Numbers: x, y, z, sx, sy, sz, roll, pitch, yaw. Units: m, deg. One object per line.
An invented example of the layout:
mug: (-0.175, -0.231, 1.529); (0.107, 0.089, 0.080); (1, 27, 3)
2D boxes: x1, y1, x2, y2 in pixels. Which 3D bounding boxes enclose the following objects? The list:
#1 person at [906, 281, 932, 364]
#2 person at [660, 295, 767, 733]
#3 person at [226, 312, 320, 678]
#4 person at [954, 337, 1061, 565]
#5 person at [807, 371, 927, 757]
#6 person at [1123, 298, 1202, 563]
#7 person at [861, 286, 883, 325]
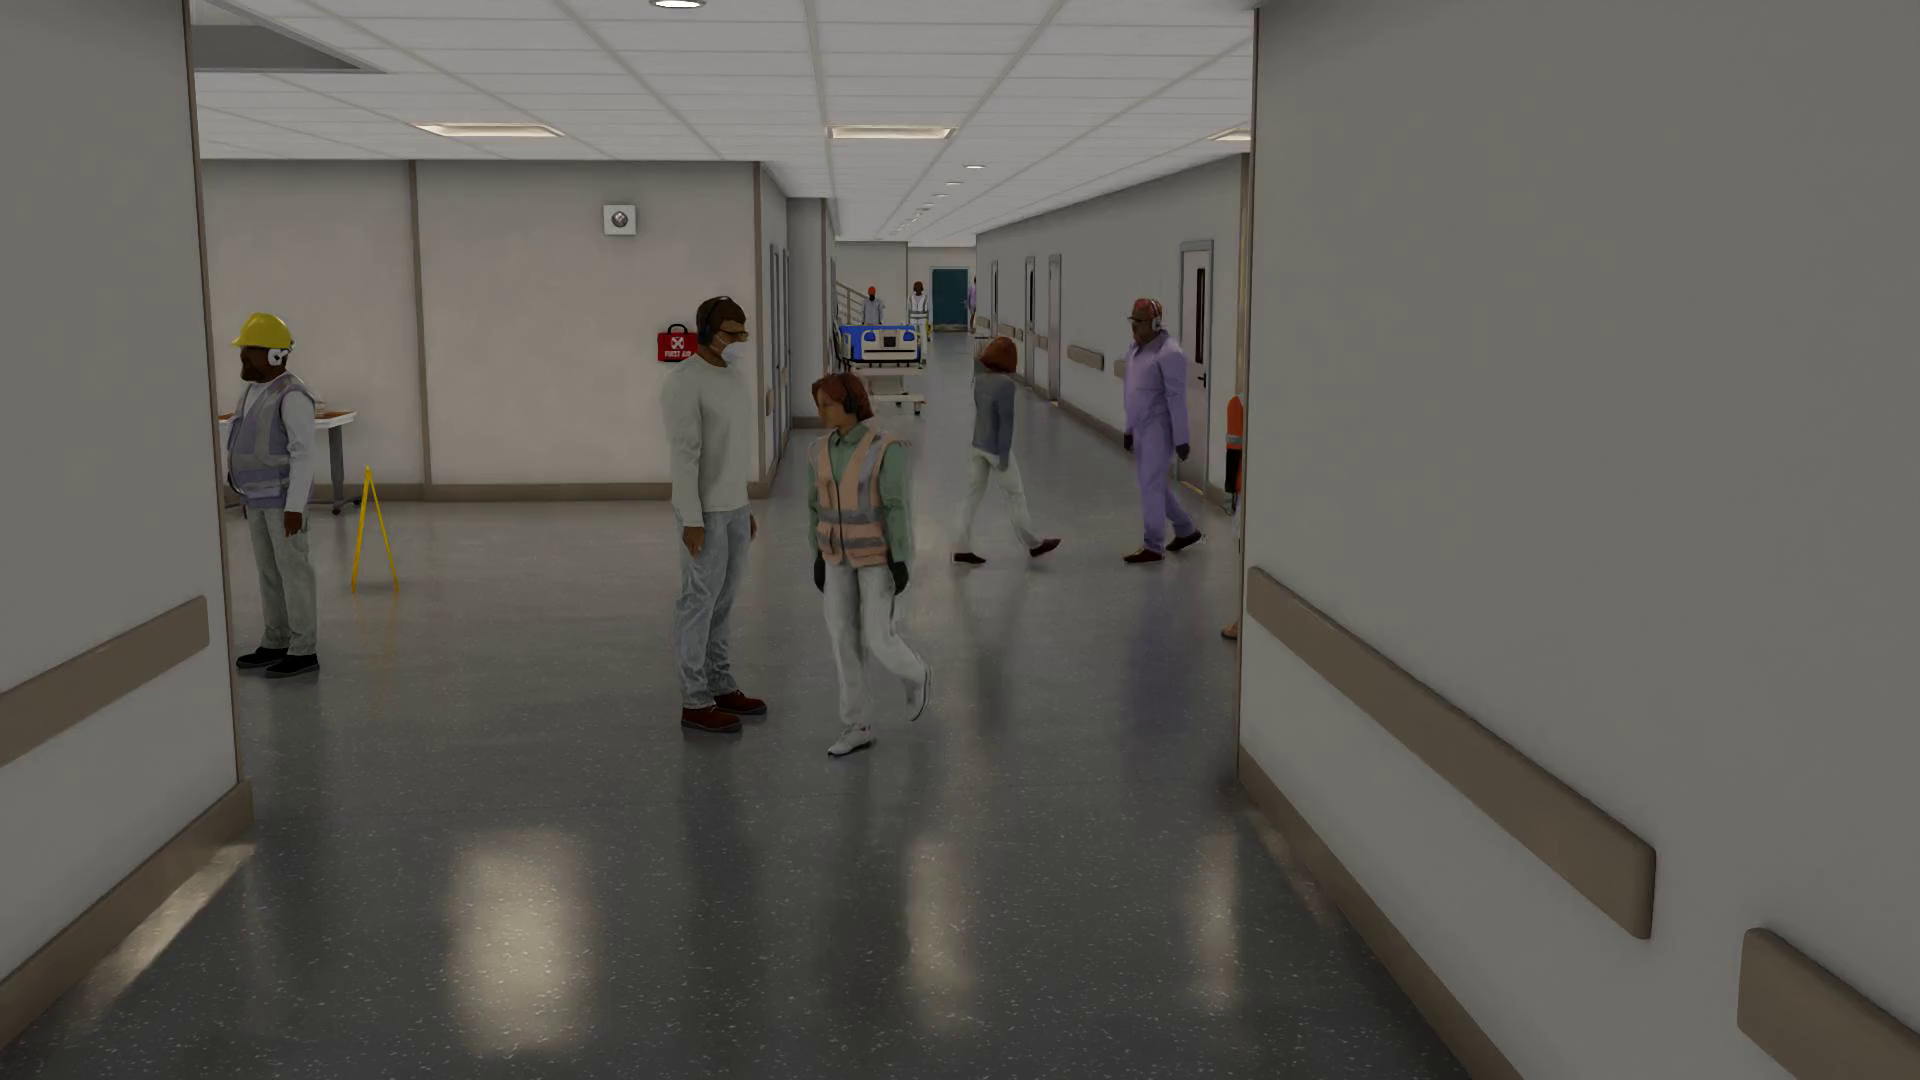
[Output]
person: (-0.942, -4.939, 37.852); (0.587, 1.883, 0.341); (2, 9, 14)
person: (-1.094, -0.122, 7.461); (0.371, 1.934, 0.627); (3, 9, 17)
person: (-3.483, -0.227, 8.423); (0.590, 1.836, 0.404); (8, 12, 42)
person: (0.295, -0.624, 11.671); (0.835, 1.584, 0.511); (-6, 11, -32)
person: (-0.391, 0.086, 7.118); (0.536, 1.618, 0.532); (6, 11, 32)
person: (1.466, -0.779, 11.800); (0.666, 1.874, 0.664); (-3, 10, -19)
person: (-2.226, -5.529, 41.987); (0.559, 1.745, 0.333); (1, 9, 6)
